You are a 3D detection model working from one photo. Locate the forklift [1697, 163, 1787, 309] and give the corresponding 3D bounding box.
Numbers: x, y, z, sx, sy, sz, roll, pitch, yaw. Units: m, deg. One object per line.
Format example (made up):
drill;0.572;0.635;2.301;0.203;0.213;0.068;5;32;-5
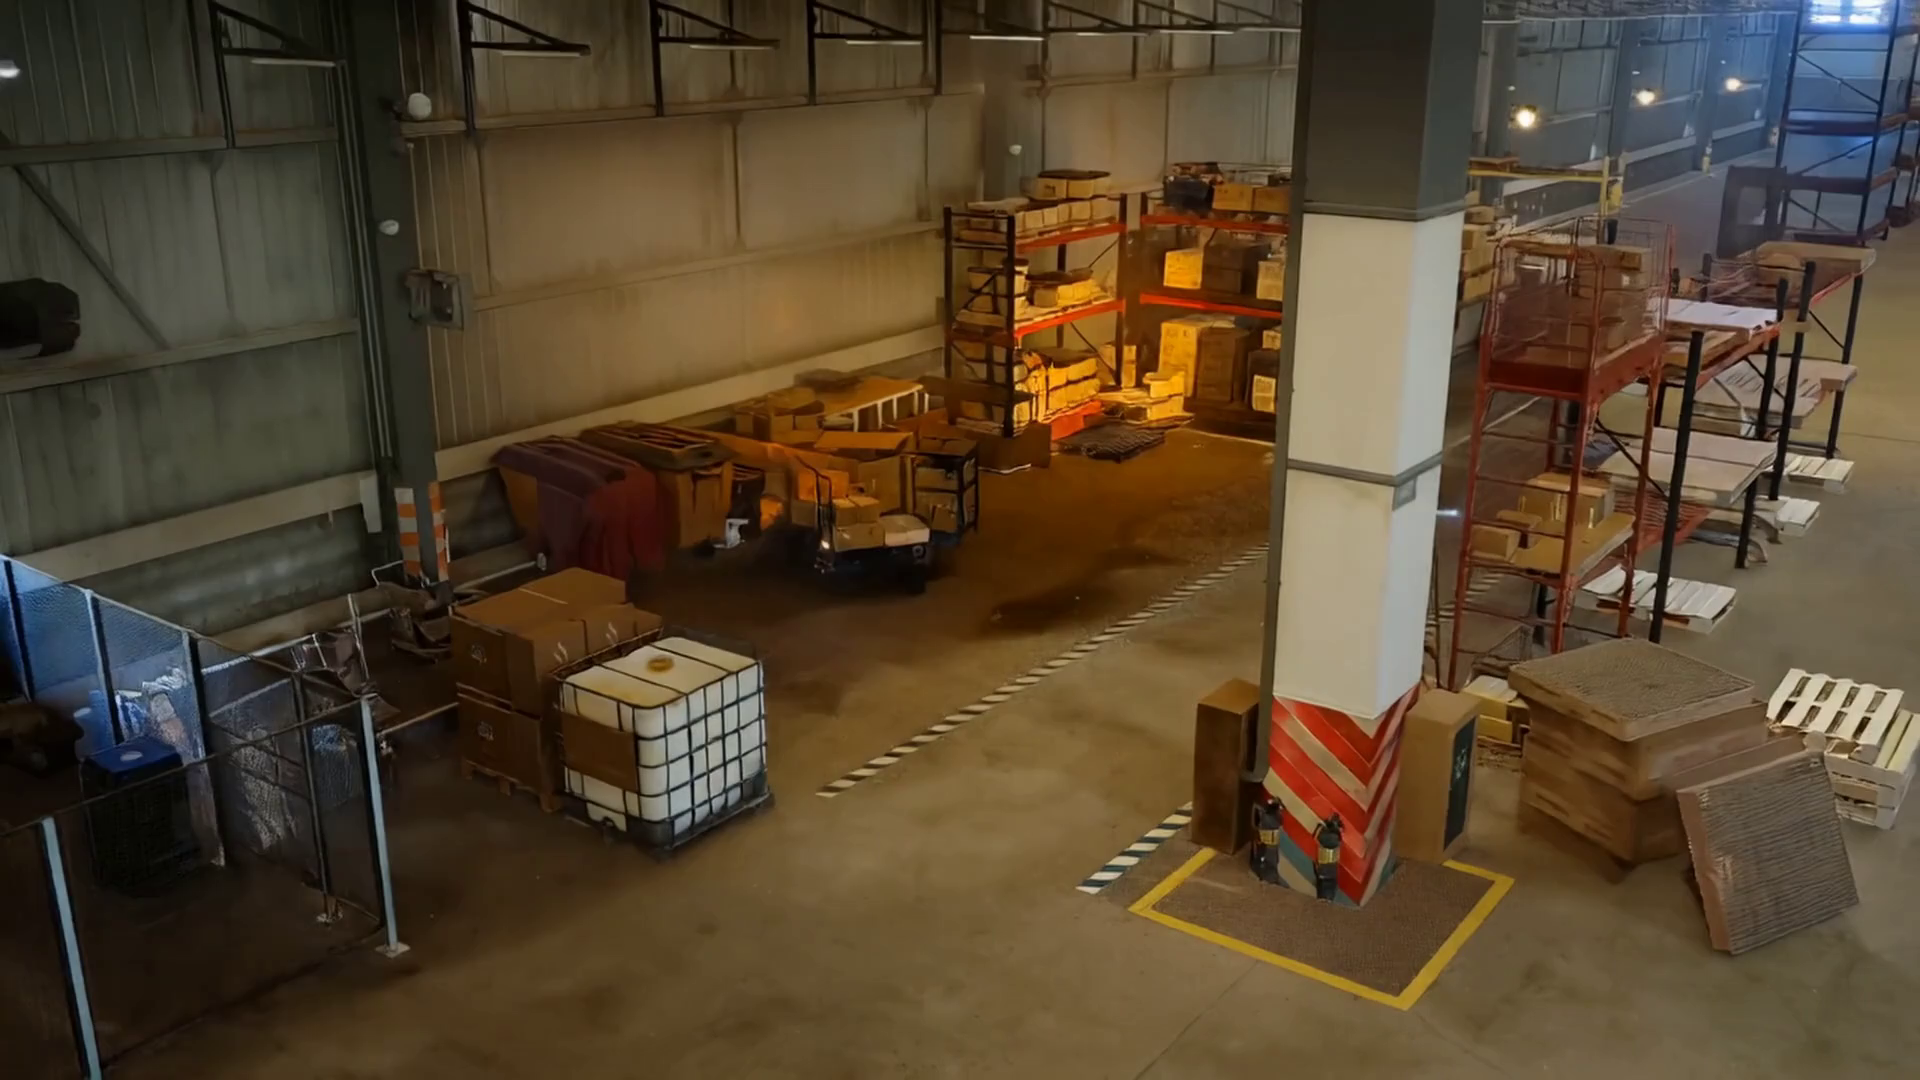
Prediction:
forklift;14.149;-5.336;29.952;1.129;2.768;1.873;13;22;34
